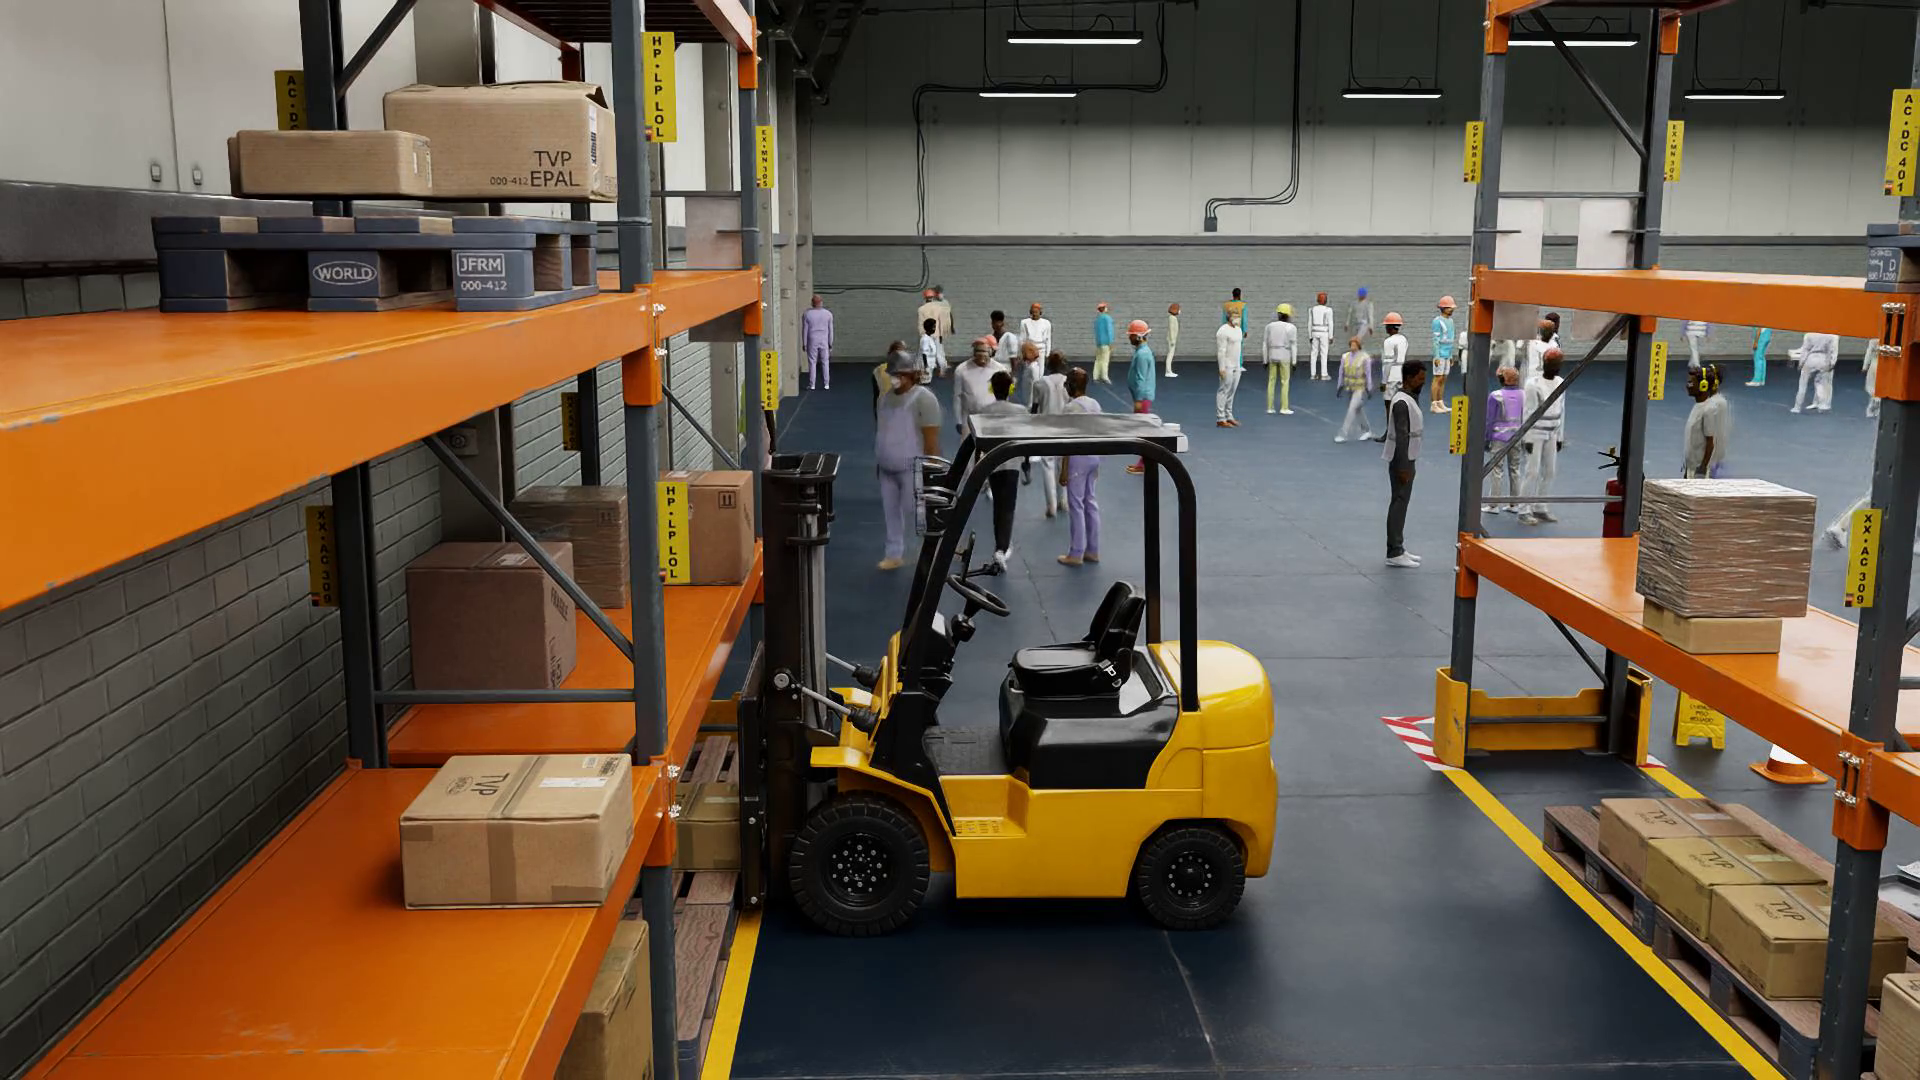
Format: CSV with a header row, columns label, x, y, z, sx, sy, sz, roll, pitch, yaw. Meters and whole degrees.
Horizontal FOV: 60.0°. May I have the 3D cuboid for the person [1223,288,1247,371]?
label,x,y,z,sx,sy,sz,roll,pitch,yaw
person,6.368,-4.866,38.509,0.587,1.920,0.392,7,12,35

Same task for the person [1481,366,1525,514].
label,x,y,z,sx,sy,sz,roll,pitch,yaw
person,5.999,-1.094,18.304,0.514,1.633,0.312,-3,11,-18

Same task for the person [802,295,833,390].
label,x,y,z,sx,sy,sz,roll,pitch,yaw
person,-2.889,-3.991,33.667,0.651,1.907,0.409,-3,11,-18

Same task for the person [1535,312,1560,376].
label,x,y,z,sx,sy,sz,roll,pitch,yaw
person,8.992,-2.532,25.535,0.397,1.911,0.588,-1,10,-5

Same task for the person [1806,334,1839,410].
label,x,y,z,sx,sy,sz,roll,pitch,yaw
person,15.389,-3.130,29.614,0.306,1.639,0.523,-2,10,-13

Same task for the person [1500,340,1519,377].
label,x,y,z,sx,sy,sz,roll,pitch,yaw
person,12.268,-4.503,36.727,0.716,1.826,0.546,9,13,41

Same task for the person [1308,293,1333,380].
label,x,y,z,sx,sy,sz,roll,pitch,yaw
person,7.849,-4.426,36.159,0.580,1.883,0.352,8,13,39

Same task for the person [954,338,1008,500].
label,x,y,z,sx,sy,sz,roll,pitch,yaw
person,0.246,-1.390,19.237,0.637,1.892,0.394,0,10,-2

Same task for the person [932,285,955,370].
label,x,y,z,sx,sy,sz,roll,pitch,yaw
person,-0.502,-5.041,39.144,0.677,2.000,1.014,-10,14,-43

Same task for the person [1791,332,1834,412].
label,x,y,z,sx,sy,sz,roll,pitch,yaw
person,14.964,-3.069,29.116,0.564,1.704,0.423,1,10,6

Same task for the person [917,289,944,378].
label,x,y,z,sx,sy,sz,roll,pitch,yaw
person,-0.623,-4.484,36.253,0.626,1.972,0.813,-5,11,-25

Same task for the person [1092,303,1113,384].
label,x,y,z,sx,sy,sz,roll,pitch,yaw
person,3.053,-4.154,35.157,0.332,1.703,0.662,-6,12,-31

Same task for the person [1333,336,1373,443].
label,x,y,z,sx,sy,sz,roll,pitch,yaw
person,5.907,-2.246,24.835,0.845,1.588,0.540,-7,13,-35

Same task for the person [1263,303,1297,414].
label,x,y,z,sx,sy,sz,roll,pitch,yaw
person,5.569,-3.143,28.894,0.594,1.922,0.387,7,12,34

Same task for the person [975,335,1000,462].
label,x,y,z,sx,sy,sz,roll,pitch,yaw
person,0.351,-1.908,22.550,0.430,1.731,0.573,5,11,25

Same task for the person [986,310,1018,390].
label,x,y,z,sx,sy,sz,roll,pitch,yaw
person,0.601,-2.535,25.418,0.651,1.954,0.398,9,14,41

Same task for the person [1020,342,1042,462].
label,x,y,z,sx,sy,sz,roll,pitch,yaw
person,0.958,-1.880,22.701,0.309,1.624,0.543,-1,10,-5

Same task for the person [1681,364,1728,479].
label,x,y,z,sx,sy,sz,roll,pitch,yaw
person,7.053,-0.746,15.782,0.625,1.838,0.572,7,12,34

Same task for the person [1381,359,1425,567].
label,x,y,z,sx,sy,sz,roll,pitch,yaw
person,4.114,-0.720,15.417,0.392,1.917,0.593,3,11,19

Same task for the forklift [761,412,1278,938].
label,x,y,z,sx,sy,sz,roll,pitch,yaw
forklift,0.291,0.548,7.580,2.313,2.155,1.214,0,10,-2

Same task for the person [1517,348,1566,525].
label,x,y,z,sx,sy,sz,roll,pitch,yaw
person,6.173,-1.089,17.600,0.597,1.878,0.374,-5,11,-27

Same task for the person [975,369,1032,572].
label,x,y,z,sx,sy,sz,roll,pitch,yaw
person,0.380,-0.647,15.264,0.511,1.836,0.953,2,10,13

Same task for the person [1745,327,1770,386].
label,x,y,z,sx,sy,sz,roll,pitch,yaw
person,16.612,-4.107,34.529,0.361,1.834,0.519,9,14,42

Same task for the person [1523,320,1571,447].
label,x,y,z,sx,sy,sz,roll,pitch,yaw
person,8.515,-2.240,24.067,0.606,1.850,0.852,-6,12,-28

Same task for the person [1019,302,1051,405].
label,x,y,z,sx,sy,sz,roll,pitch,yaw
person,1.371,-3.397,30.415,0.574,1.887,0.355,0,10,0

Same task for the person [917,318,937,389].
label,x,y,z,sx,sy,sz,roll,pitch,yaw
person,-0.565,-2.974,28.635,0.333,1.686,0.531,2,10,12

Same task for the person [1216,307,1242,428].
label,x,y,z,sx,sy,sz,roll,pitch,yaw
person,4.352,-2.780,26.834,0.351,1.935,0.635,8,13,37

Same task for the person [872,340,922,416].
label,x,y,z,sx,sy,sz,roll,pitch,yaw
person,-0.703,-1.439,19.661,0.653,1.829,0.521,3,11,17

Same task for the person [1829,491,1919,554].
label,x,y,z,sx,sy,sz,roll,pitch,yaw
person,8.895,-0.760,15.911,0.921,1.820,0.562,3,11,15

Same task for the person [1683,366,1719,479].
label,x,y,z,sx,sy,sz,roll,pitch,yaw
person,6.677,-0.641,15.108,0.326,1.871,0.520,2,10,10

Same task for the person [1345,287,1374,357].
label,x,y,z,sx,sy,sz,roll,pitch,yaw
person,9.829,-5.243,40.700,0.945,1.888,0.688,-9,14,-42

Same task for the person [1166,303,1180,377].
label,x,y,z,sx,sy,sz,roll,pitch,yaw
person,4.730,-4.437,36.938,0.282,1.626,0.500,2,10,9

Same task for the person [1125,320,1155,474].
label,x,y,z,sx,sy,sz,roll,pitch,yaw
person,2.319,-1.845,21.512,0.406,1.987,0.608,1,10,6

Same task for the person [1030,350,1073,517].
label,x,y,z,sx,sy,sz,roll,pitch,yaw
person,1.029,-1.189,18.339,0.542,1.796,0.938,0,10,0

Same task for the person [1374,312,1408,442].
label,x,y,z,sx,sy,sz,roll,pitch,yaw
person,6.429,-2.416,24.810,0.361,1.938,0.545,8,13,39

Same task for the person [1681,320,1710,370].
label,x,y,z,sx,sy,sz,roll,pitch,yaw
person,16.958,-4.769,38.331,0.603,1.792,0.909,0,10,-1

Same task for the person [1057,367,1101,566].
label,x,y,z,sx,sy,sz,roll,pitch,yaw
person,1.112,-0.680,15.455,0.375,1.833,0.507,8,13,39

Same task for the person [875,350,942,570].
label,x,y,z,sx,sy,sz,roll,pitch,yaw
person,-0.497,-0.737,15.168,0.692,2.000,0.652,8,13,38

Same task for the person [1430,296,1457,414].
label,x,y,z,sx,sy,sz,roll,pitch,yaw
person,8.445,-3.225,29.020,0.373,2.044,0.606,8,13,39

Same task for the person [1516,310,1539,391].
label,x,y,z,sx,sy,sz,roll,pitch,yaw
person,11.006,-3.714,32.293,0.391,1.846,0.564,4,11,21

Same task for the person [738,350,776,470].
label,x,y,z,sx,sy,sz,roll,pitch,yaw
person,-2.159,-1.110,17.827,0.389,1.837,0.560,-8,13,-37
